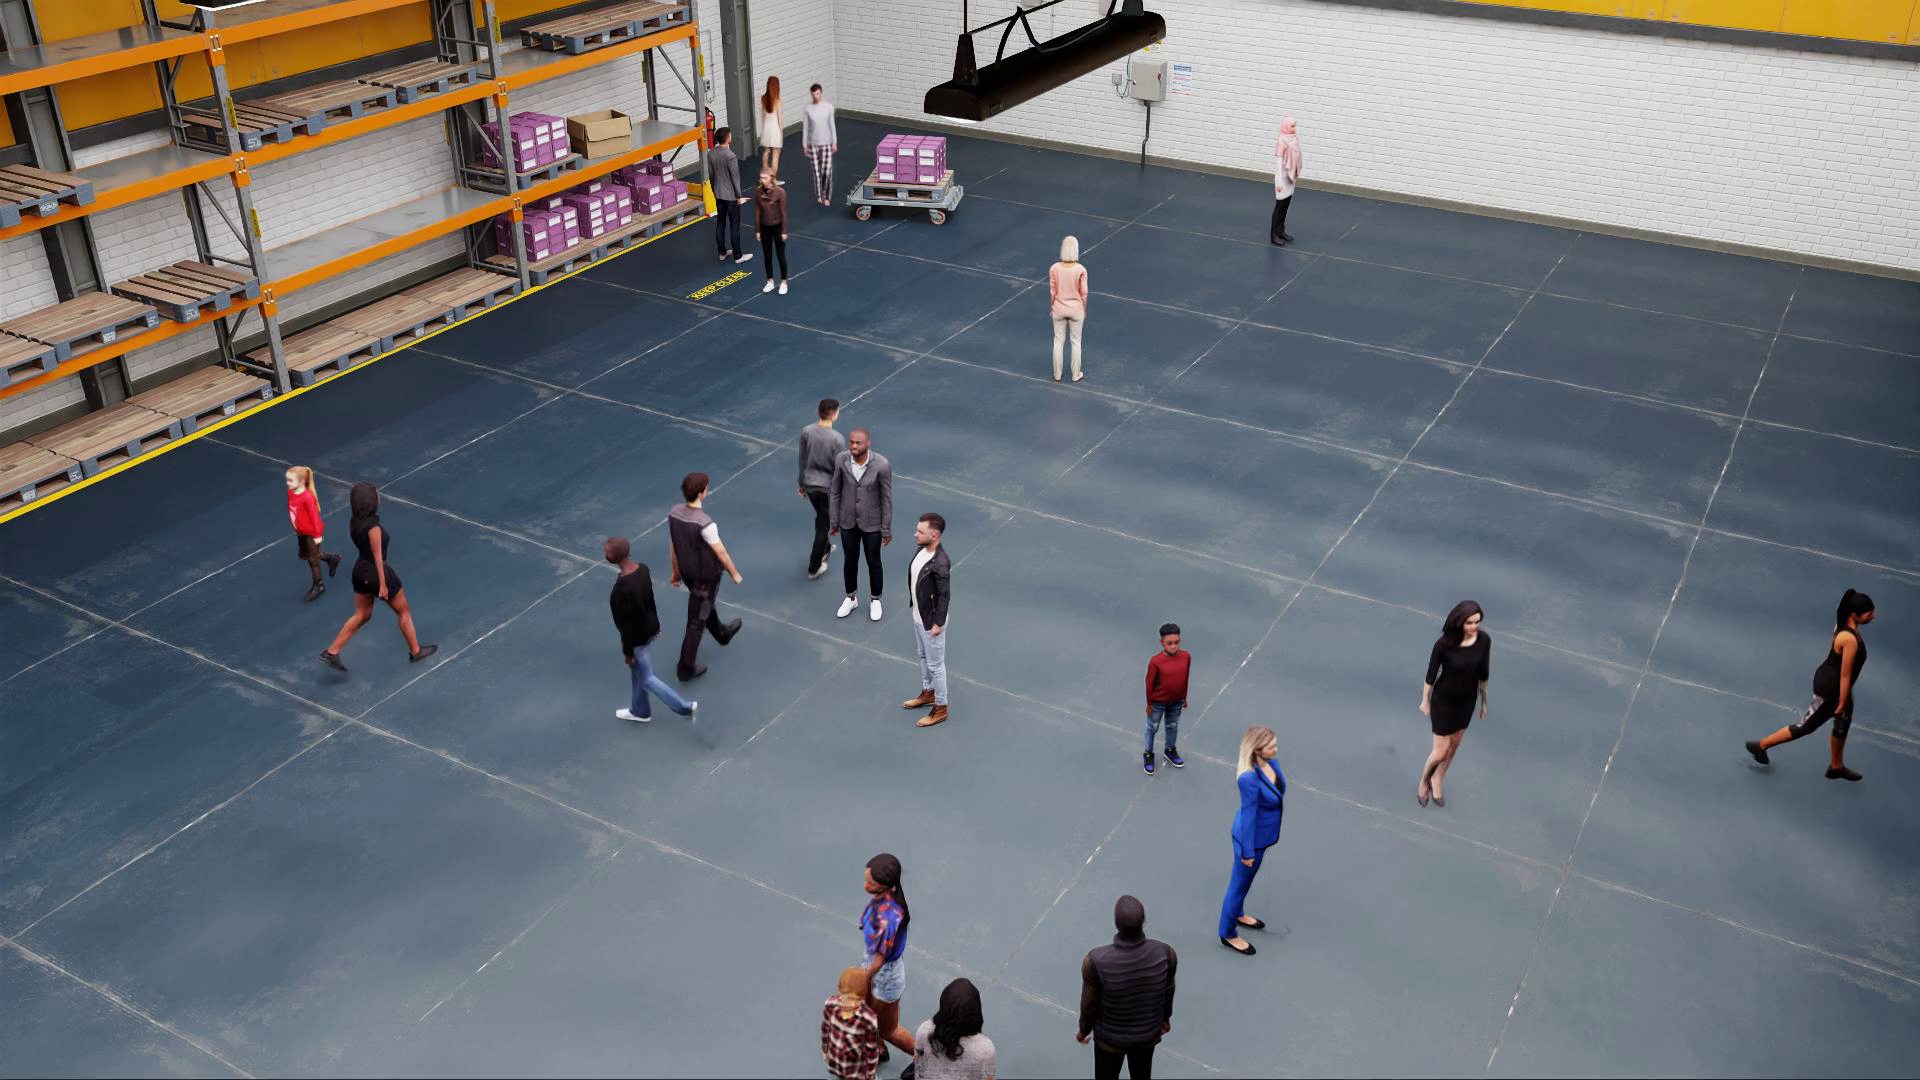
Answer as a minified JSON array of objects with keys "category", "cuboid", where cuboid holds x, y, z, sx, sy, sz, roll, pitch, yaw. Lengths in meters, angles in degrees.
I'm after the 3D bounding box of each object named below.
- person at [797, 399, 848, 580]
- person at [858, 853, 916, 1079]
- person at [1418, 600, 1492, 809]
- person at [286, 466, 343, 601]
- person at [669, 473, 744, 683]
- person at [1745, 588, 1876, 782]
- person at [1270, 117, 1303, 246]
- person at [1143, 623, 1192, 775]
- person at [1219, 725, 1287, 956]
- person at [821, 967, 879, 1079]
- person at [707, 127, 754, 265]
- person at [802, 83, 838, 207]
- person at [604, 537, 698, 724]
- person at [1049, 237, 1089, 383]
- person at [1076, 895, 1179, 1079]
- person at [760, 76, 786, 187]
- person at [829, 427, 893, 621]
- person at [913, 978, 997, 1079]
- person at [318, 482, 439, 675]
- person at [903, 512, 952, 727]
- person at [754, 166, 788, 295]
[{"category":"person","cuboid":[-1.288,-0.431,15.162,0.664,1.739,0.830,12,31,21]},{"category":"person","cuboid":[-0.369,2.541,9.730,0.943,1.722,0.891,-4,29,-7]},{"category":"person","cuboid":[3.574,1.169,12.176,0.723,1.790,0.782,-7,29,-12]},{"category":"person","cuboid":[-5.845,-0.100,15.044,0.499,1.272,0.726,17,33,28]},{"category":"person","cuboid":[-2.209,0.350,13.656,0.803,1.810,1.141,22,36,35]},{"category":"person","cuboid":[6.445,1.098,12.467,0.766,1.636,1.054,10,30,18]},{"category":"person","cuboid":[4.634,-5.133,23.713,0.721,1.804,0.576,21,35,33]},{"category":"person","cuboid":[1.577,1.185,12.704,0.575,1.255,0.641,-9,30,-16]},{"category":"person","cuboid":[1.897,1.927,10.880,0.711,1.700,0.520,11,31,19]},{"category":"person","cuboid":[-0.597,2.929,9.476,0.547,1.285,0.821,18,33,29]},{"category":"person","cuboid":[-3.217,-4.774,22.983,0.684,1.874,0.603,18,33,29]},{"category":"person","cuboid":[-2.133,-6.068,25.400,0.888,1.831,0.979,0,29,0]},{"category":"person","cuboid":[-2.425,0.763,12.994,0.841,1.719,1.004,10,30,17]},{"category":"person","cuboid":[1.251,-2.675,19.293,0.665,1.723,0.630,6,29,10]},{"category":"person","cuboid":[0.924,2.726,9.270,0.774,1.838,0.811,-5,29,-9]},{"category":"person","cuboid":[-2.954,-6.432,26.200,0.619,1.705,0.644,18,33,29]},{"category":"person","cuboid":[-0.860,-0.161,14.585,0.782,1.818,0.705,6,29,11]},{"category":"person","cuboid":[-0.074,3.080,8.897,0.862,1.575,1.133,4,29,8]},{"category":"person","cuboid":[-4.933,0.369,13.733,1.252,1.703,0.929,-20,34,-32]},{"category":"person","cuboid":[-0.229,0.600,13.169,0.765,1.837,0.737,-11,31,-20]},{"category":"person","cuboid":[-2.463,-4.095,21.918,0.658,1.702,0.623,6,29,12]}]
